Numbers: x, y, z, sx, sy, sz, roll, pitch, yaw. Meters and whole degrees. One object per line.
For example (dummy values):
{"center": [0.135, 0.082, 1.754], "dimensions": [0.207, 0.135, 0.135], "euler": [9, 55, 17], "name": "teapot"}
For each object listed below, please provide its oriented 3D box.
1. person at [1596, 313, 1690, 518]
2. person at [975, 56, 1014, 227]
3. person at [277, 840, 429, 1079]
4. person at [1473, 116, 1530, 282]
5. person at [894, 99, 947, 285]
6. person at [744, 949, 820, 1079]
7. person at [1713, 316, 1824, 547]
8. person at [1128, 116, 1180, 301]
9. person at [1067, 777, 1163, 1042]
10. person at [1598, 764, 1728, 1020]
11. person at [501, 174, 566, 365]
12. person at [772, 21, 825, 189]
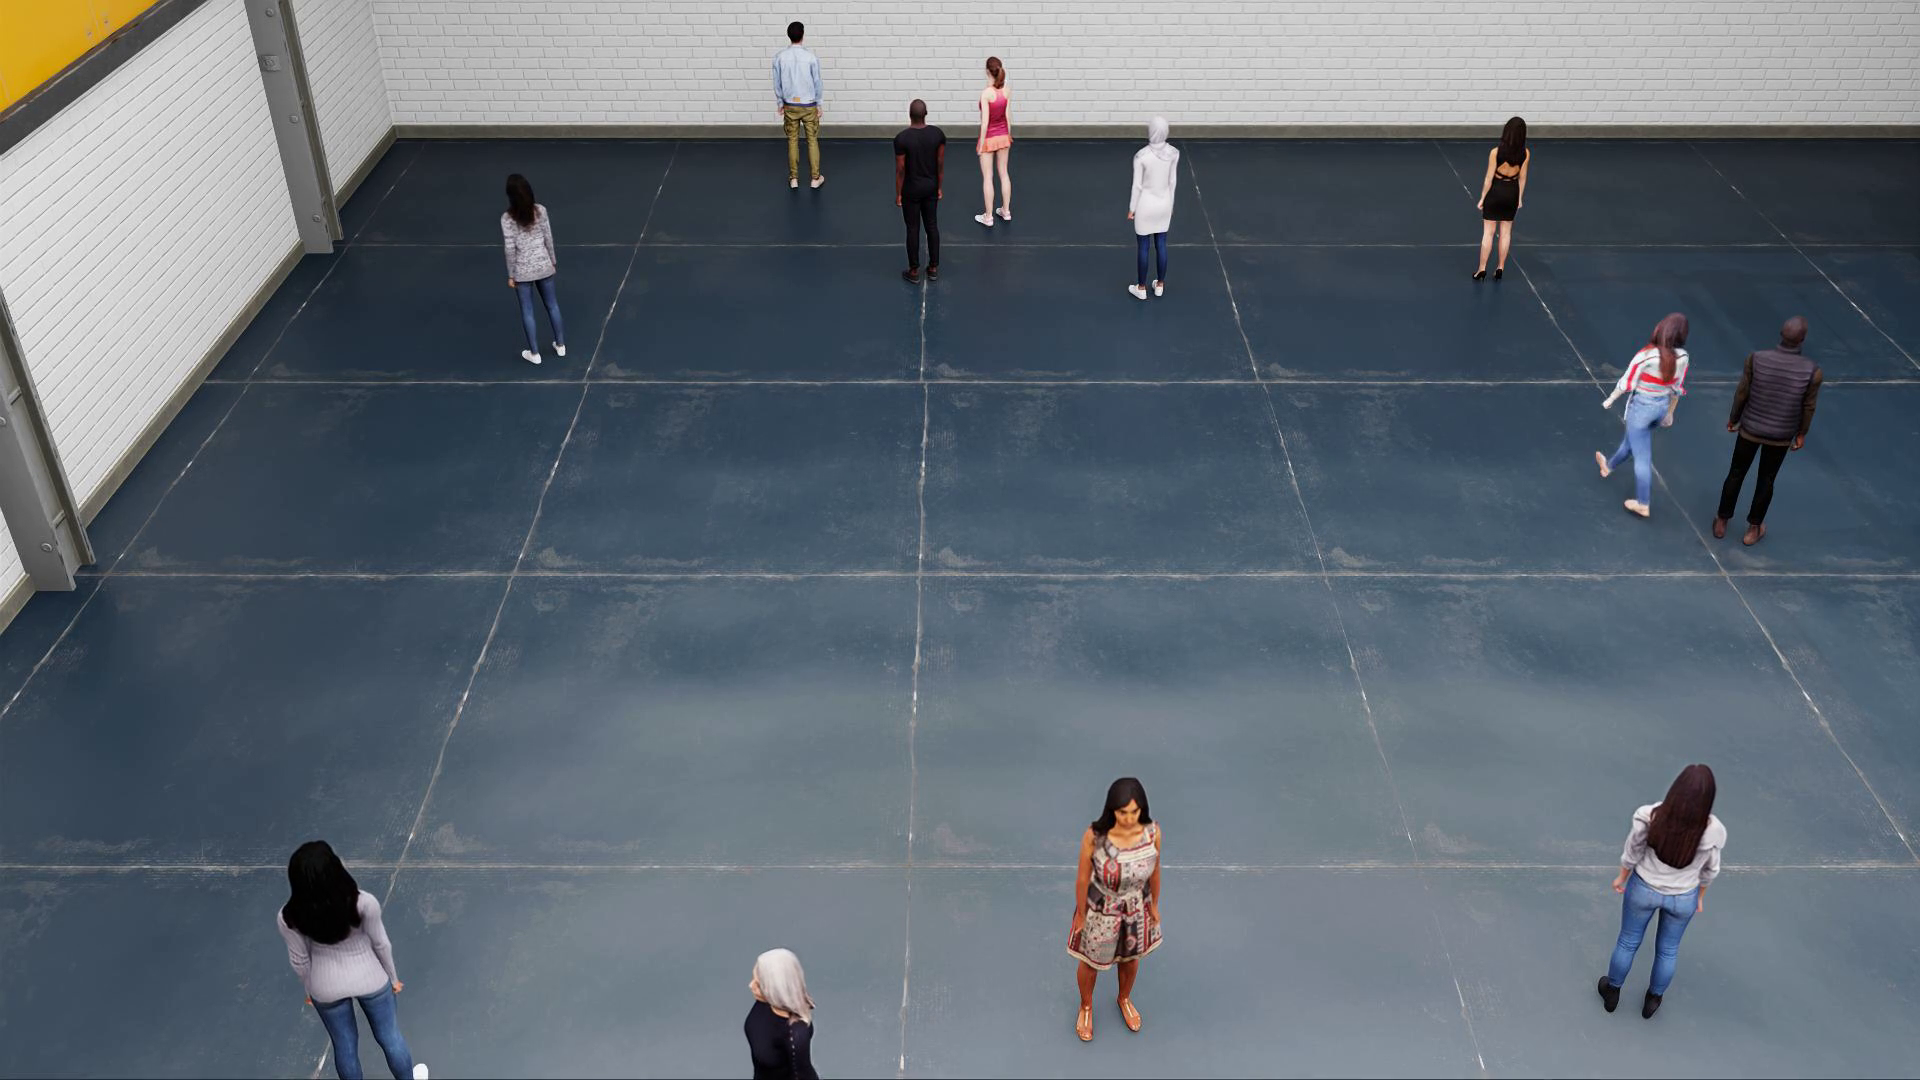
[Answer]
{"center": [5.270, -0.914, 12.612], "dimensions": [0.808, 1.570, 1.099], "euler": [-11, 35, -16], "name": "person"}
{"center": [0.350, -4.167, 17.342], "dimensions": [0.650, 1.751, 0.688], "euler": [-22, 40, -30], "name": "person"}
{"center": [-2.904, 2.111, 7.912], "dimensions": [0.645, 1.735, 0.591], "euler": [-7, 34, -10], "name": "person"}
{"center": [5.247, -3.290, 16.115], "dimensions": [0.570, 1.648, 0.482], "euler": [1, 34, 1], "name": "person"}
{"center": [-0.384, -3.373, 16.085], "dimensions": [0.740, 1.820, 0.702], "euler": [-12, 36, -18], "name": "person"}
{"center": [-0.775, 2.453, 7.389], "dimensions": [0.754, 1.746, 0.644], "euler": [-15, 36, -21], "name": "person"}
{"center": [5.917, -0.807, 12.212], "dimensions": [0.779, 1.836, 0.779], "euler": [20, 38, 27], "name": "person"}
{"center": [1.834, -3.149, 15.789], "dimensions": [0.667, 1.775, 0.625], "euler": [-10, 35, -14], "name": "person"}
{"center": [0.793, 1.842, 8.398], "dimensions": [0.688, 1.645, 0.591], "euler": [-6, 34, -9], "name": "person"}
{"center": [3.580, 1.800, 8.473], "dimensions": [0.659, 1.633, 0.614], "euler": [10, 35, 15], "name": "person"}
{"center": [-3.788, -2.401, 14.701], "dimensions": [0.688, 1.735, 0.712], "euler": [-22, 39, -29], "name": "person"}
{"center": [-1.746, -4.746, 18.158], "dimensions": [0.683, 1.811, 0.568], "euler": [2, 34, 3], "name": "person"}
